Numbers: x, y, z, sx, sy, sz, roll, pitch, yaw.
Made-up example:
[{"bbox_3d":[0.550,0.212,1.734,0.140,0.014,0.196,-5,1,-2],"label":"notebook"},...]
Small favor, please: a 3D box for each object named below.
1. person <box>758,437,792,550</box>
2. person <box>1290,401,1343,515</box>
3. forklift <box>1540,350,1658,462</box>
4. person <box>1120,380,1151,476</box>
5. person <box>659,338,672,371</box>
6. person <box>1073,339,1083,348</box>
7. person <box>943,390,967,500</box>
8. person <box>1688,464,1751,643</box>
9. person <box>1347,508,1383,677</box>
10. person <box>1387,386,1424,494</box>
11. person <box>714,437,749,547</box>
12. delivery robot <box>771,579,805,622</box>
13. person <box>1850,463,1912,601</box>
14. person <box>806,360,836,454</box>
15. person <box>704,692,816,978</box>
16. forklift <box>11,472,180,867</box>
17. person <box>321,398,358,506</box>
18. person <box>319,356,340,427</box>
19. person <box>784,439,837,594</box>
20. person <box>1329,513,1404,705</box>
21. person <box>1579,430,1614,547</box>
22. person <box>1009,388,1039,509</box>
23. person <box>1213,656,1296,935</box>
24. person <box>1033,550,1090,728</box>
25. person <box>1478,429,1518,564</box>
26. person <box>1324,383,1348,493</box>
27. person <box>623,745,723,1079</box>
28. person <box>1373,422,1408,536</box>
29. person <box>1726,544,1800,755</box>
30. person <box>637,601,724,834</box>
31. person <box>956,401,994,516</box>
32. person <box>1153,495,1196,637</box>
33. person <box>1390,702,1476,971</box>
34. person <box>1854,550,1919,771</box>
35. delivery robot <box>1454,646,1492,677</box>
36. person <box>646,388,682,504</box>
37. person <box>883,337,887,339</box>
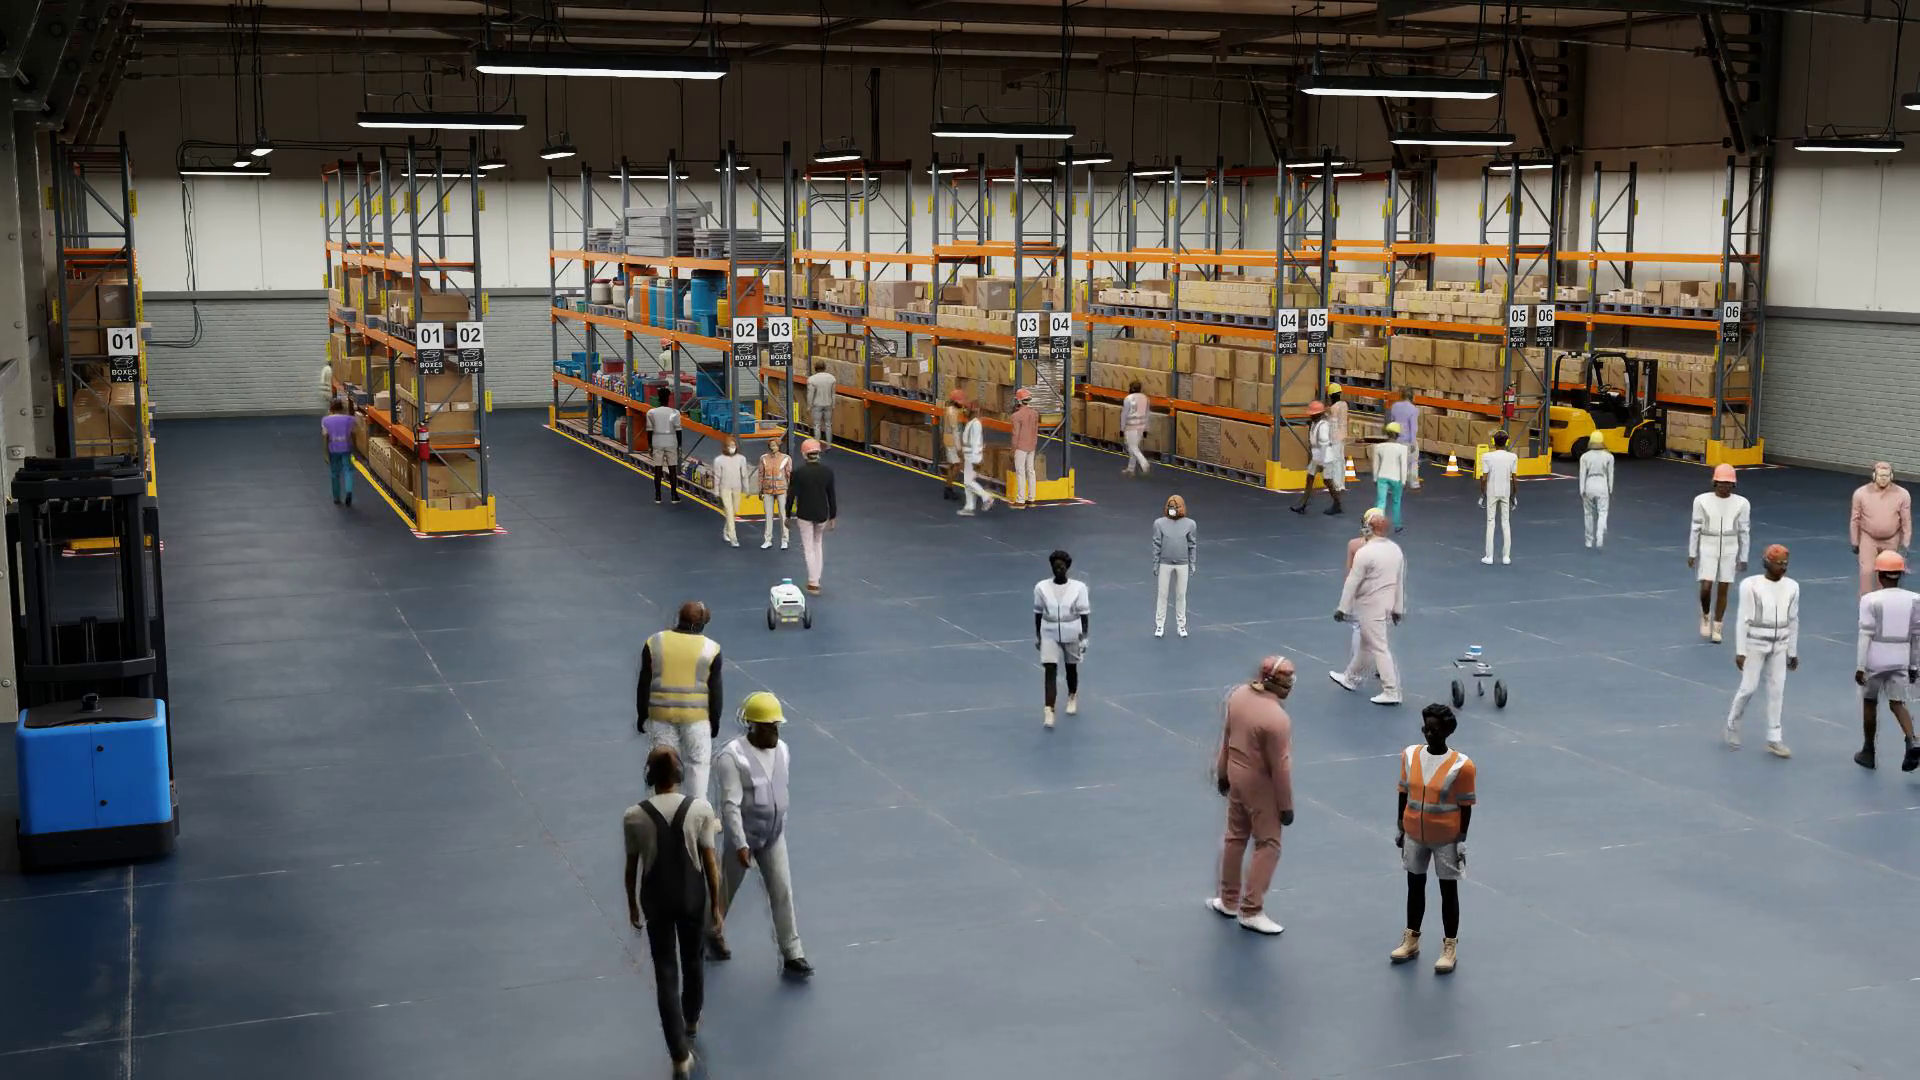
[{"bbox_3d":[-2.678,-0.685,30.410,0.523,1.637,0.306,2,9,12],"label":"person"},{"bbox_3d":[5.801,-1.320,33.856,0.972,1.869,0.556,-2,9,-14],"label":"person"},{"bbox_3d":[12.897,-2.725,42.309,2.313,2.155,1.214,-3,9,-21],"label":"forklift"},{"bbox_3d":[3.308,-2.081,39.132,0.632,1.817,0.760,-8,12,-44],"label":"person"},{"bbox_3d":[-7.077,-3.897,50.675,0.406,1.987,0.616,6,10,34],"label":"person"},{"bbox_3d":[3.054,-4.172,53.048,0.489,1.828,0.647,3,9,22],"label":"person"},{"bbox_3d":[-0.092,-1.631,35.910,0.396,1.900,0.617,-1,9,-5],"label":"person"},{"bbox_3d":[8.544,0.148,23.557,0.644,2.028,0.421,2,9,13],"label":"person"},{"bbox_3d":[4.287,0.543,21.826,0.523,1.760,0.325,5,10,31],"label":"person"},{"bbox_3d":[7.728,-1.742,36.605,0.990,1.903,0.642,-6,10,-35],"label":"person"},{"bbox_3d":[-3.385,-0.735,30.862,0.509,1.606,0.756,-4,10,-27],"label":"person"},{"bbox_3d":[-2.028,0.698,24.615,0.477,0.478,0.707,-2,9,-10],"label":"delivery robot"},{"bbox_3d":[10.928,0.033,24.838,0.662,1.879,0.824,3,9,17],"label":"person"},{"bbox_3d":[-2.853,-2.735,43.123,0.668,1.931,0.393,-5,10,-31],"label":"person"},{"bbox_3d":[-1.312,1.830,13.209,0.594,1.788,0.963,-8,12,-43],"label":"person"},{"bbox_3d":[-6.630,0.886,15.957,1.129,2.768,1.873,-3,9,-21],"label":"forklift"},{"bbox_3d":[-10.400,-1.482,35.142,0.576,1.823,0.846,-4,9,-22],"label":"person"},{"bbox_3d":[-14.208,-3.318,47.391,0.448,1.810,0.593,-4,9,-23],"label":"person"},{"bbox_3d":[-1.953,-0.317,26.885,0.614,1.965,0.760,-4,10,-28],"label":"person"},{"bbox_3d":[4.005,0.664,20.700,0.969,1.858,0.646,8,12,43],"label":"person"},{"bbox_3d":[9.234,-0.733,30.411,0.490,1.727,0.615,3,9,17],"label":"person"},{"bbox_3d":[1.053,-1.522,34.810,0.381,1.994,0.613,8,11,42],"label":"person"},{"bbox_3d":[1.986,1.659,14.056,0.397,1.866,0.786,-4,9,-23],"label":"person"},{"bbox_3d":[0.964,0.901,19.811,0.544,1.649,0.907,1,9,9],"label":"person"},{"bbox_3d":[7.471,-0.599,29.087,0.537,1.864,0.312,0,9,3],"label":"person"},{"bbox_3d":[6.627,-1.800,36.916,0.381,1.917,0.585,5,10,30],"label":"person"},{"bbox_3d":[-1.613,2.030,11.776,0.531,1.795,0.952,-2,9,-10],"label":"person"},{"bbox_3d":[6.531,-0.932,31.777,0.538,1.712,0.899,4,10,26],"label":"person"},{"bbox_3d":[7.184,0.960,18.676,0.596,1.884,0.517,-1,9,-9],"label":"person"},{"bbox_3d":[-2.184,1.373,16.160,0.727,1.811,0.433,0,9,-1],"label":"person"},{"bbox_3d":[0.227,-1.322,33.895,0.496,1.867,0.599,-2,9,-13],"label":"person"},{"bbox_3d":[2.447,0.292,23.916,0.500,1.632,0.286,0,9,2],"label":"person"},{"bbox_3d":[2.988,1.861,13.235,0.533,1.699,0.318,7,11,39],"label":"person"},{"bbox_3d":[7.983,1.051,17.957,0.550,1.913,0.724,0,9,-3],"label":"person"},{"bbox_3d":[5.084,1.161,20.645,0.335,0.223,0.698,0,9,1],"label":"delivery robot"},{"bbox_3d":[-4.989,-1.598,35.408,0.607,1.966,0.367,0,9,2],"label":"person"},{"bbox_3d":[-1.785,-3.792,49.784,0.608,2.044,0.373,-5,10,-30],"label":"person"}]
